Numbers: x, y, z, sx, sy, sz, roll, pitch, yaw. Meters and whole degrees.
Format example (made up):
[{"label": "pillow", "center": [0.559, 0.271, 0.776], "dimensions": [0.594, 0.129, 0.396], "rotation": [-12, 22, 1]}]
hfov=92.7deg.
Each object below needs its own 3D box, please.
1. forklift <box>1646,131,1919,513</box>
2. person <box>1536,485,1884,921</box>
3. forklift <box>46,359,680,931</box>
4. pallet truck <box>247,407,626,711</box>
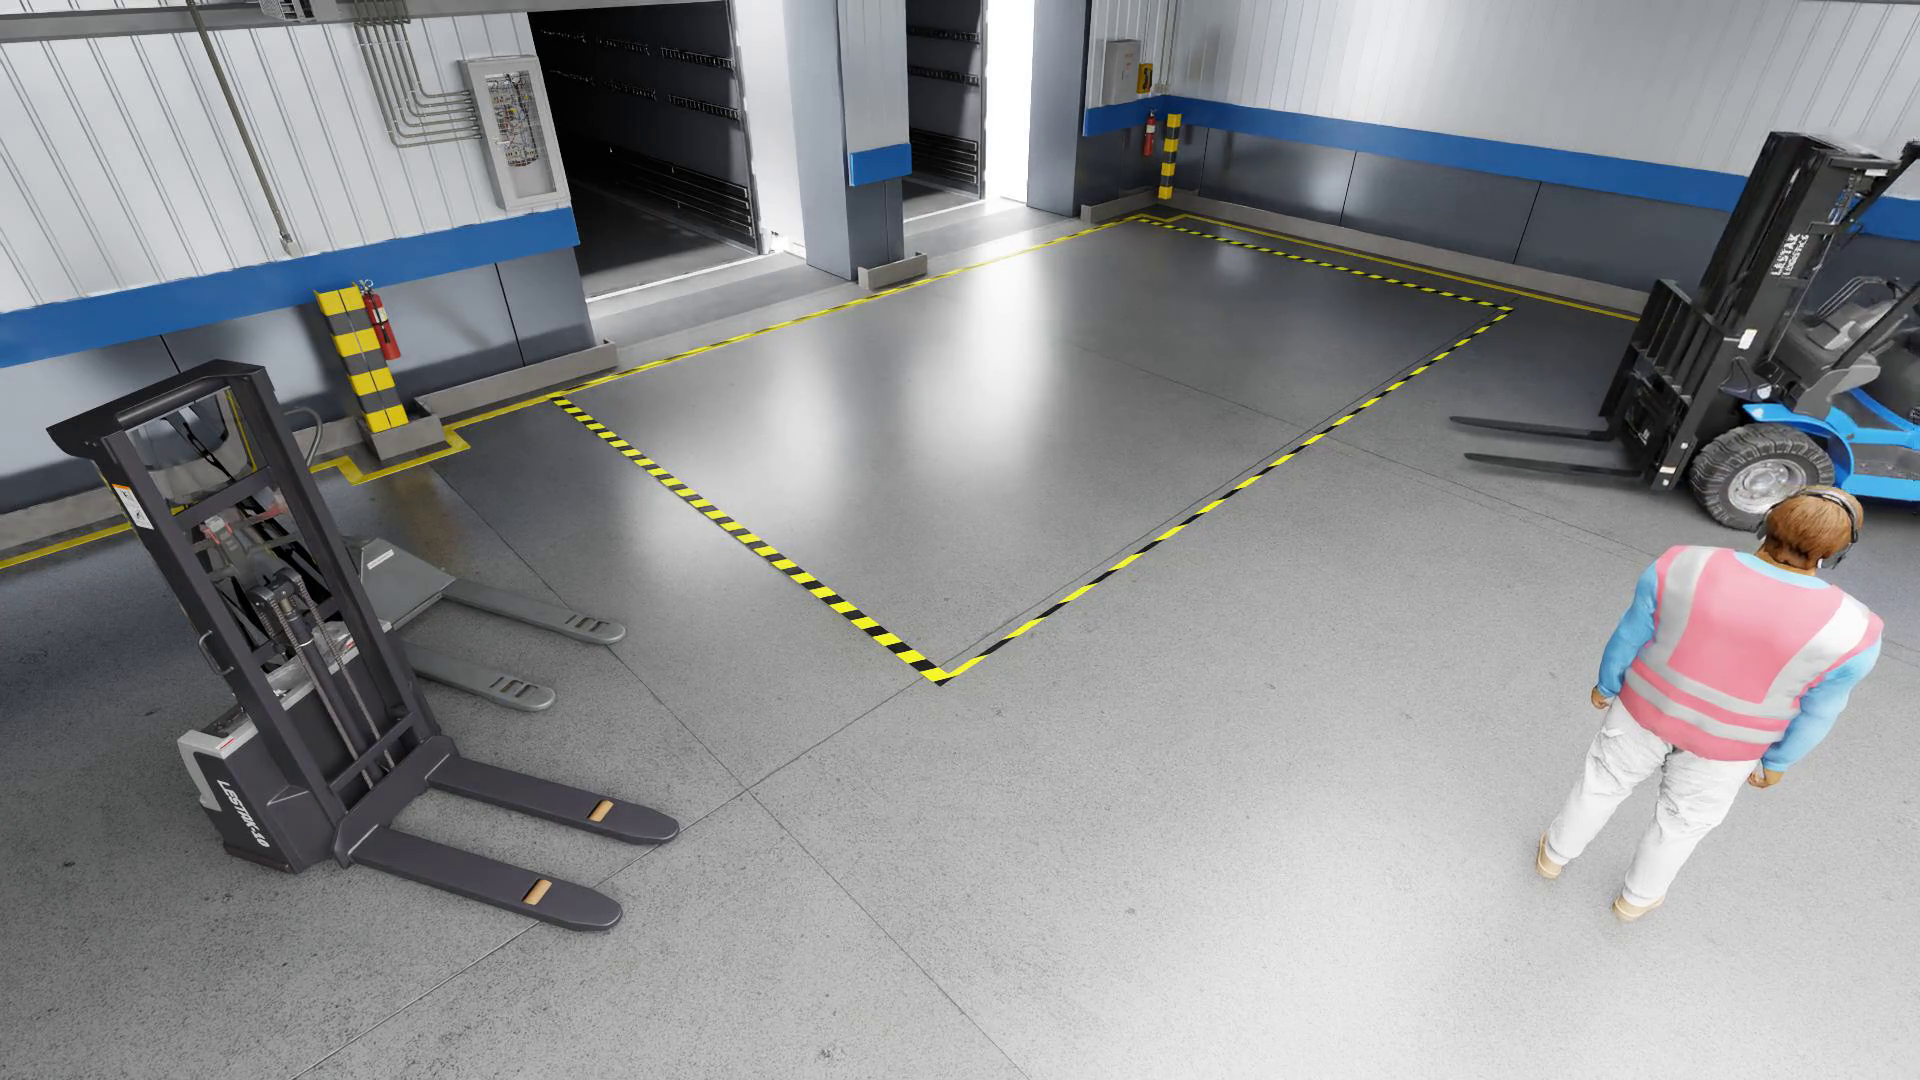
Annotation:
[{"label": "forklift", "center": [5.874, -1.251, 5.498], "dimensions": [2.680, 2.036, 1.157], "rotation": [8, 35, 12]}, {"label": "person", "center": [2.555, 0.618, 3.204], "dimensions": [0.429, 1.843, 0.624], "rotation": [-28, 43, -35]}, {"label": "forklift", "center": [-2.135, 0.422, 3.354], "dimensions": [1.885, 1.965, 0.823], "rotation": [10, 35, 14]}, {"label": "pallet truck", "center": [-2.628, 0.038, 4.590], "dimensions": [1.601, 1.201, 0.680], "rotation": [12, 36, 18]}]
